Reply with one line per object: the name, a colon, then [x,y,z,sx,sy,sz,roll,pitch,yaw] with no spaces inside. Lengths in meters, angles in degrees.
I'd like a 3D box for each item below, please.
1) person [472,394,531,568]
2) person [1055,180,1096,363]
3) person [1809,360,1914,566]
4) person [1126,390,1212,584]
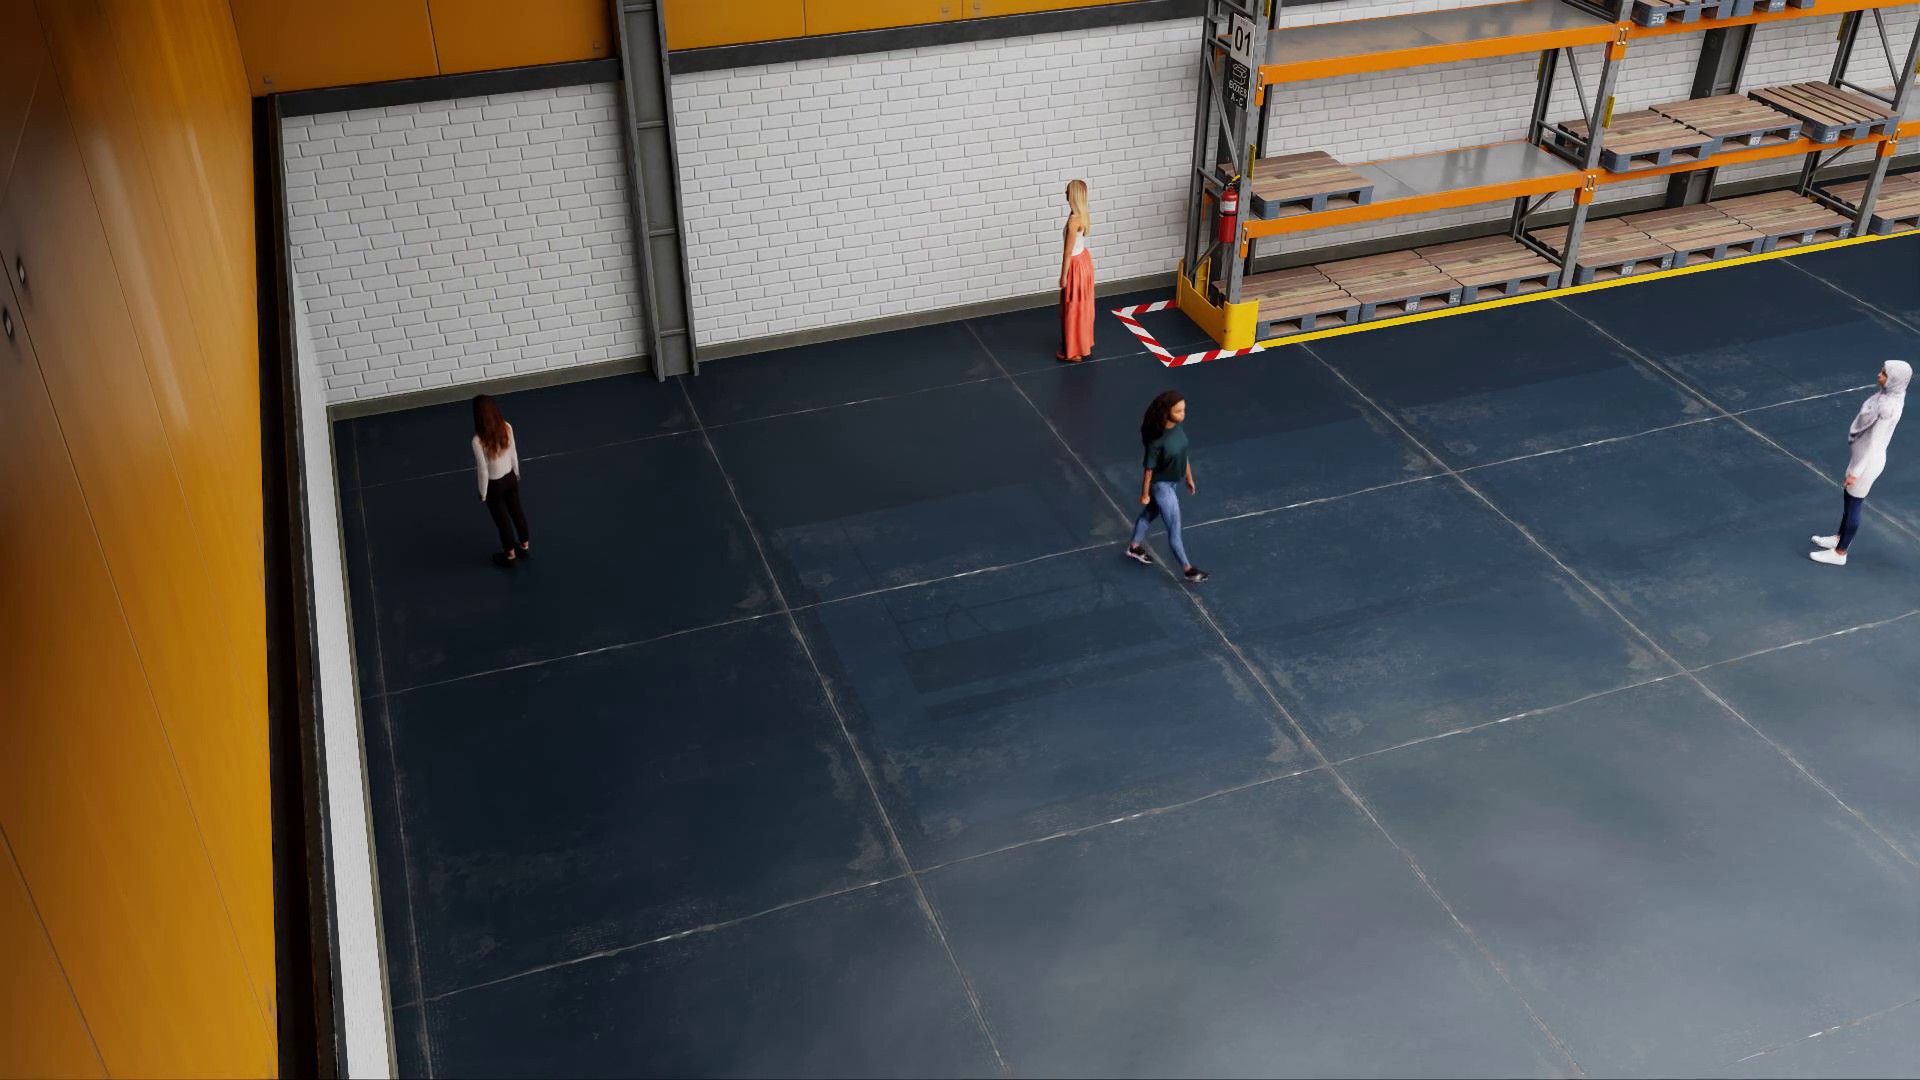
person: [-3.597,-0.463,13.007,0.677,1.484,0.580,21,39,29]
person: [1.115,-2.577,15.901,0.750,1.802,0.714,9,35,14]
person: [7.076,-0.598,12.947,0.756,1.776,0.687,16,37,23]
person: [1.510,-0.462,12.920,1.018,1.580,1.045,21,39,28]
